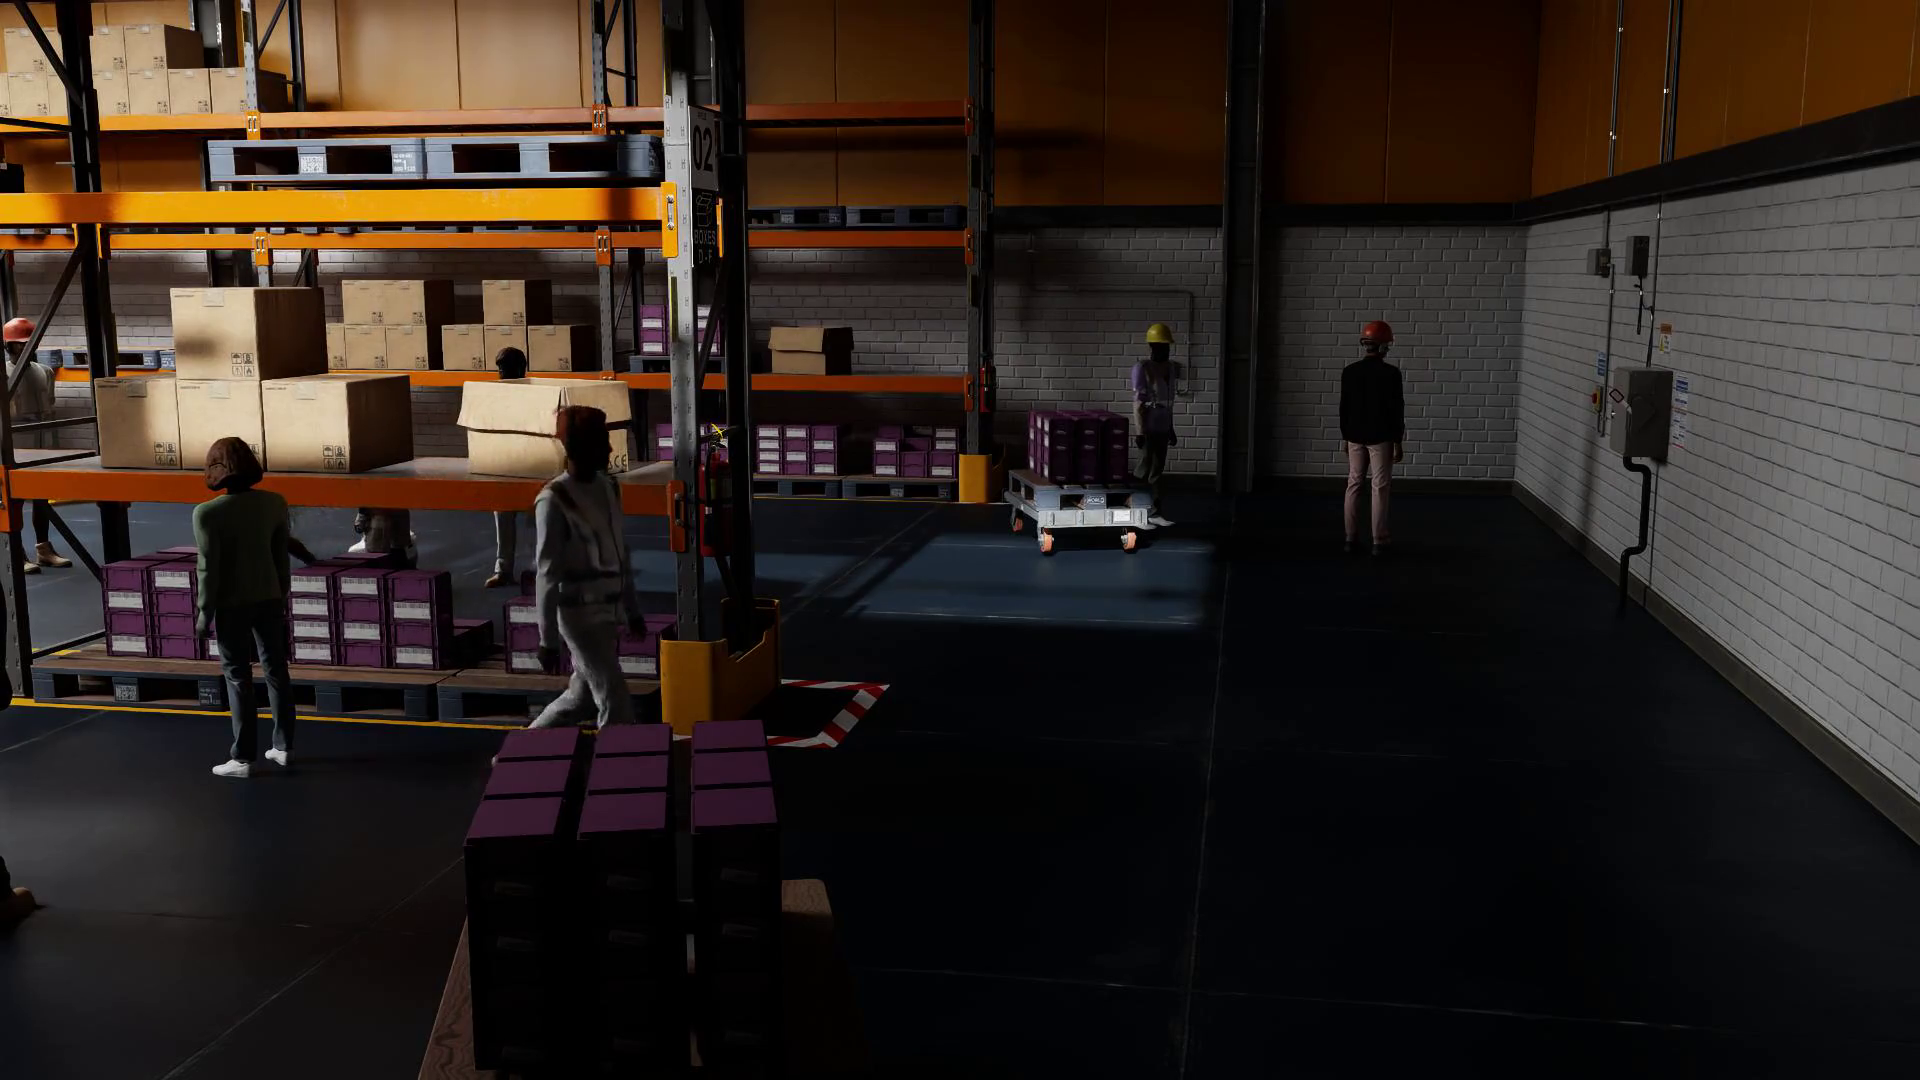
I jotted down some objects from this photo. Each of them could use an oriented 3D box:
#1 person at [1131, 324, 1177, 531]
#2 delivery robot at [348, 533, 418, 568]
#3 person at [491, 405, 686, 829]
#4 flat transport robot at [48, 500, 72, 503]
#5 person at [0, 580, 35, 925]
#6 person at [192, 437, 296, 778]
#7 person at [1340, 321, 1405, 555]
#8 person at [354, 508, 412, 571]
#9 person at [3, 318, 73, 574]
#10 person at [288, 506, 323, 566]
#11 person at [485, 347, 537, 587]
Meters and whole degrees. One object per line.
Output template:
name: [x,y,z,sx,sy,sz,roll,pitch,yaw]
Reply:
person: [1.840,-1.062,15.622,0.371,1.929,0.585,8,12,41]
delivery robot: [-4.294,0.098,12.385,0.477,0.478,0.707,0,9,-4]
person: [-1.670,0.332,7.236,0.909,1.856,0.576,2,9,12]
flat transport robot: [-9.740,-0.575,17.726,1.431,0.197,0.652,6,11,32]
person: [-3.788,0.422,6.069,0.688,2.000,0.536,-1,9,-4]
person: [-3.422,0.320,7.966,0.289,1.632,0.497,5,11,30]
person: [3.528,-0.869,14.217,0.381,1.995,0.611,-9,13,-43]
person: [-3.822,-0.201,10.999,0.318,1.697,0.535,2,9,11]
person: [-7.471,-0.755,13.361,0.378,2.044,0.608,3,10,19]
person: [-4.835,-0.414,11.660,0.547,1.914,0.745,4,10,23]
person: [-3.389,-0.544,12.677,0.633,1.843,0.429,2,9,13]
